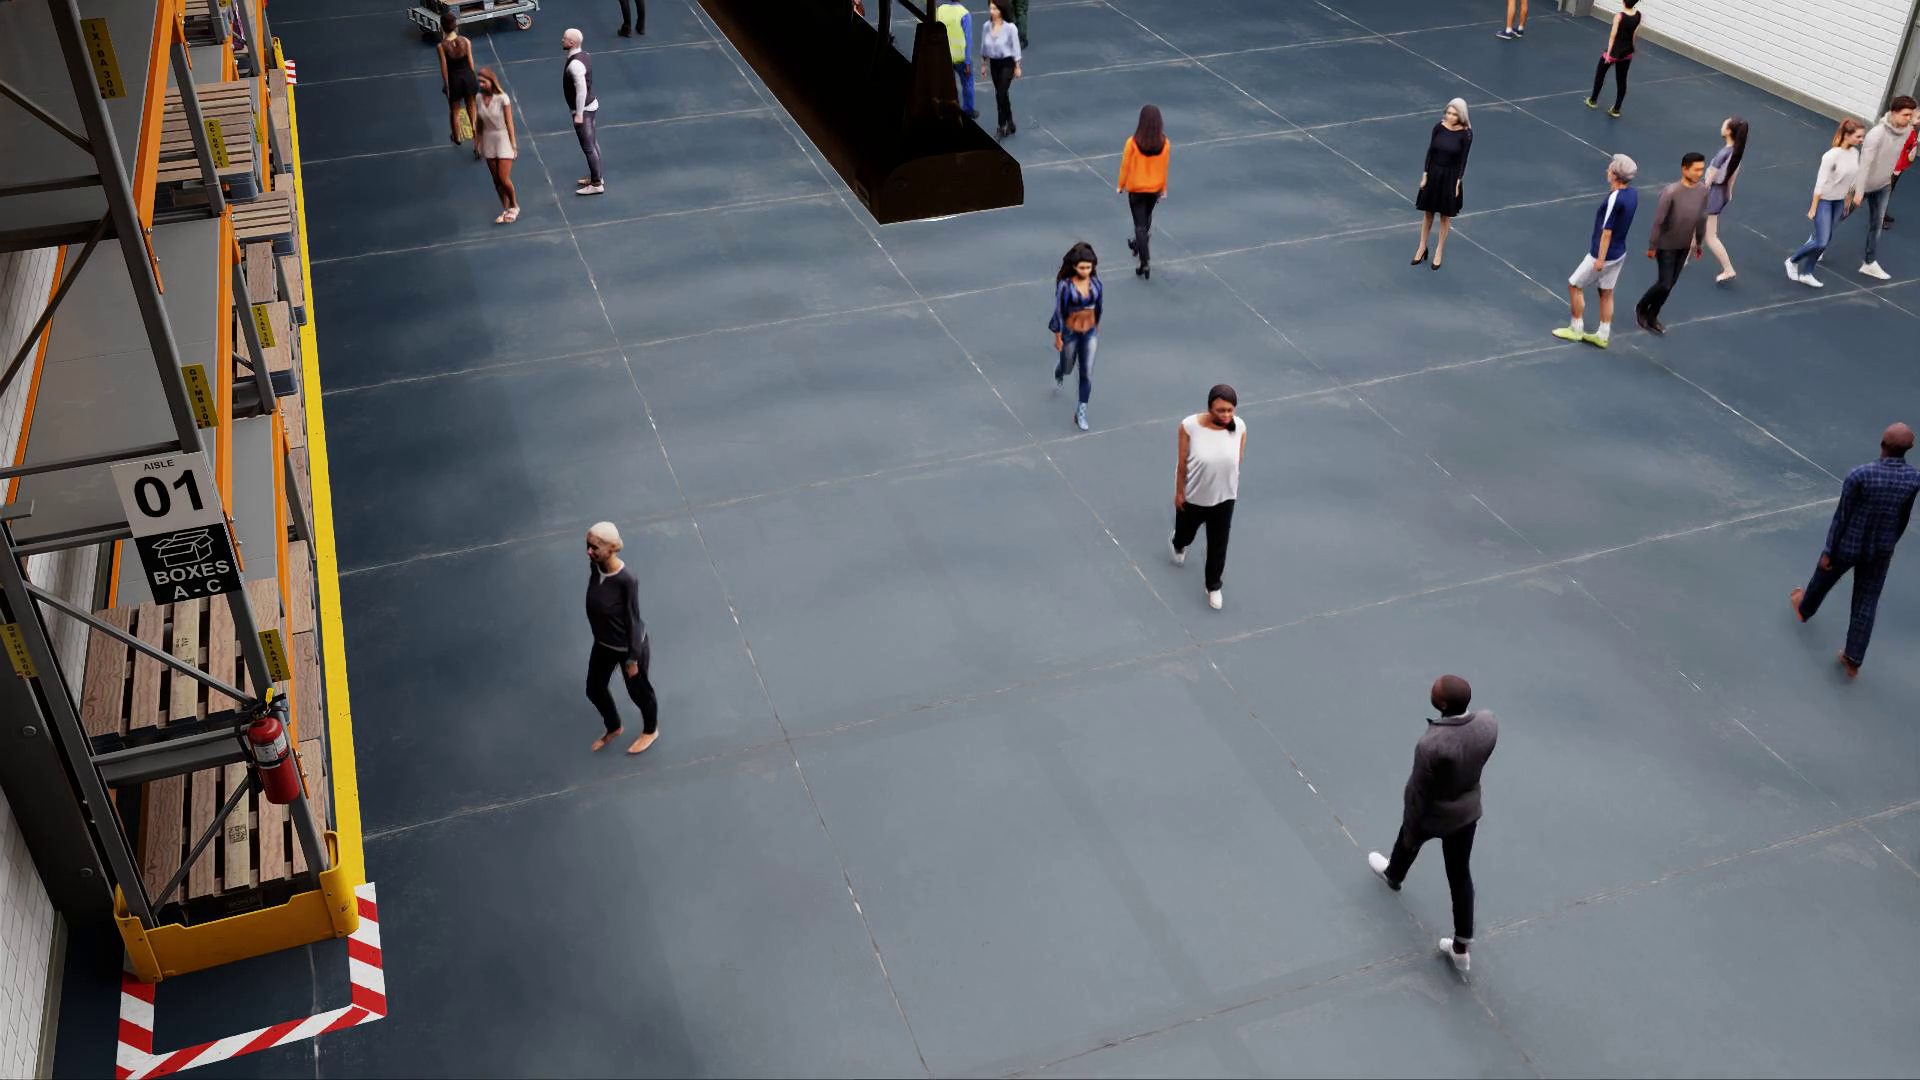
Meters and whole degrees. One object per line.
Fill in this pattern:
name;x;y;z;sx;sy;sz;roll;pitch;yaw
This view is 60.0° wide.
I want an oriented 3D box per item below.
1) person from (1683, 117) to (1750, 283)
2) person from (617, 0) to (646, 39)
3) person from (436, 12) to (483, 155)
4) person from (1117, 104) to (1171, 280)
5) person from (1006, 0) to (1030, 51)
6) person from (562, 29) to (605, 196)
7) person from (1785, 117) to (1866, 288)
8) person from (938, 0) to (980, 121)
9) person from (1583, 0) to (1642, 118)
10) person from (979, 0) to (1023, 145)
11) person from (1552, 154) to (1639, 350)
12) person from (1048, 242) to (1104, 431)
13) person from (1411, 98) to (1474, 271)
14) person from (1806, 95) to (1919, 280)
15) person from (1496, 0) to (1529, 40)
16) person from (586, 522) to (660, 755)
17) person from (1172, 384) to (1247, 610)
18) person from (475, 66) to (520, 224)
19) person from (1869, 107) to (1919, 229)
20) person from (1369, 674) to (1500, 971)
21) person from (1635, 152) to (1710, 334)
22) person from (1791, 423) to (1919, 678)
person;7.530;-3.332;16.426;0.849;1.615;1.092;-27;42;-35
person;-4.649;-7.945;23.221;0.683;1.775;0.678;-21;39;-28
person;-5.747;-5.235;19.259;0.652;1.647;1.001;-16;37;-22
person;1.857;-3.416;16.452;0.627;1.725;0.960;-13;36;-18
person;0.746;-7.649;22.714;0.732;1.844;0.738;3;34;4
person;-4.157;-4.730;18.341;0.810;1.823;0.633;-3;34;-4
person;8.436;-3.311;16.304;0.669;1.714;0.695;-17;37;-24
person;-0.117;-5.736;19.904;1.206;1.768;1.253;16;37;22
person;8.156;-5.979;20.485;0.637;1.530;0.864;-6;34;-9
person;0.551;-5.603;19.754;0.933;1.712;0.964;20;39;27
person;5.947;-2.579;15.107;0.877;1.821;0.824;26;42;34
person;0.974;-1.753;14.064;0.669;1.600;0.961;-9;35;-14
person;4.836;-3.576;16.672;0.673;1.748;0.757;21;39;29
person;8.999;-3.558;16.586;0.722;1.814;1.166;-10;35;-15
person;7.819;-7.905;23.162;0.615;1.773;0.489;-12;35;-17
person;-2.070;0.586;10.440;0.733;1.715;0.811;21;39;29
person;1.759;-0.377;11.932;0.832;1.666;1.074;-2;34;-4
person;-4.866;-4.215;17.694;0.708;1.681;0.756;15;36;21
person;9.987;-3.991;17.718;0.629;1.281;0.586;22;39;29
person;2.667;1.540;8.961;0.767;1.765;1.194;-9;35;-14
person;6.585;-2.781;15.468;0.613;1.757;0.648;-11;35;-17
person;6.078;0.094;11.135;1.025;1.764;1.275;4;34;5
